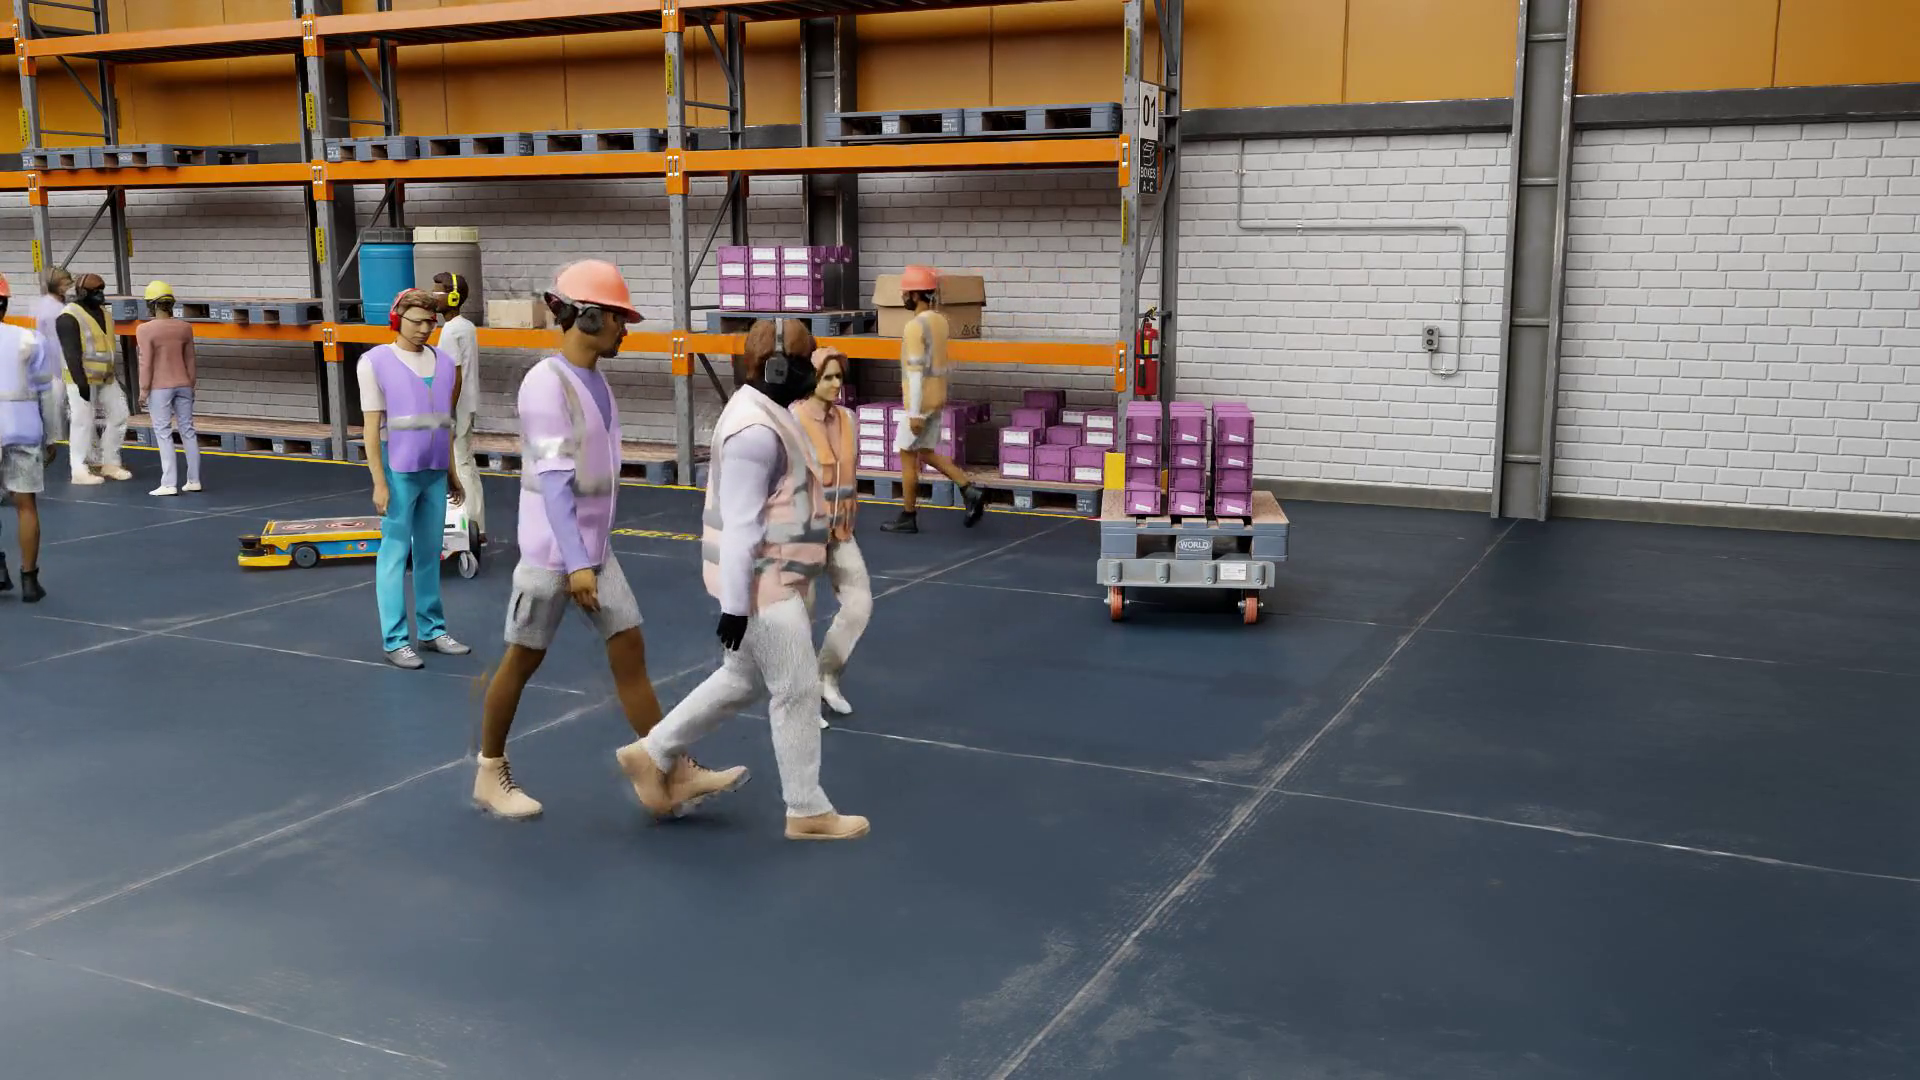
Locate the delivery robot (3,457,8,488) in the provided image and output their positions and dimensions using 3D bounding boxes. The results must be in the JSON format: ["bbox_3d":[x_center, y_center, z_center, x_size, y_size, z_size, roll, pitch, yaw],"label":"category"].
[{"bbox_3d":[-7.880,-0.608,13.274,0.707,0.478,0.477,2,10,8],"label":"delivery robot"}]

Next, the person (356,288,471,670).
[{"bbox_3d":[-2.683,-0.308,8.156,0.393,1.837,0.563,5,11,28],"label":"person"}]

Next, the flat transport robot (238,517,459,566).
[{"bbox_3d":[-3.952,-0.013,10.949,1.431,0.197,0.652,-3,10,-18],"label":"flat transport robot"}]

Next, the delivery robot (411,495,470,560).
[{"bbox_3d":[-3.264,-0.108,10.415,0.477,0.478,0.707,-3,10,-18],"label":"delivery robot"}]

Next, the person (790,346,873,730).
[{"bbox_3d":[-0.592,0.000,7.002,0.388,1.630,0.519,9,13,41],"label":"person"}]

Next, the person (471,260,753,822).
[{"bbox_3d":[-1.305,0.029,5.799,1.058,1.972,0.717,3,10,14],"label":"person"}]

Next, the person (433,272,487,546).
[{"bbox_3d":[-3.377,-0.846,11.130,0.317,1.876,0.531,-1,10,-3],"label":"person"}]

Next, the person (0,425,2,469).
[{"bbox_3d":[-5.073,-0.335,8.145,0.432,1.894,0.654,8,13,40],"label":"person"}]

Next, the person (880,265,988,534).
[{"bbox_3d":[-0.209,-0.975,11.739,0.722,1.922,0.555,5,11,26],"label":"person"}]

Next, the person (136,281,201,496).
[{"bbox_3d":[-6.544,-1.243,13.716,0.317,1.767,0.534,5,11,26],"label":"person"}]

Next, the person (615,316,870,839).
[{"bbox_3d":[-0.765,0.146,5.677,0.827,1.814,0.641,-1,10,-5],"label":"person"}]

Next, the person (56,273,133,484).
[{"bbox_3d":[-7.456,-1.378,14.348,0.584,1.818,0.695,1,10,7],"label":"person"}]

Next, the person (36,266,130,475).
[{"bbox_3d":[-7.981,-1.466,14.667,0.967,1.894,0.645,-4,11,-24],"label":"person"}]

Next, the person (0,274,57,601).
[{"bbox_3d":[-5.515,-0.598,9.597,0.547,1.919,0.510,-4,11,-24],"label":"person"}]
